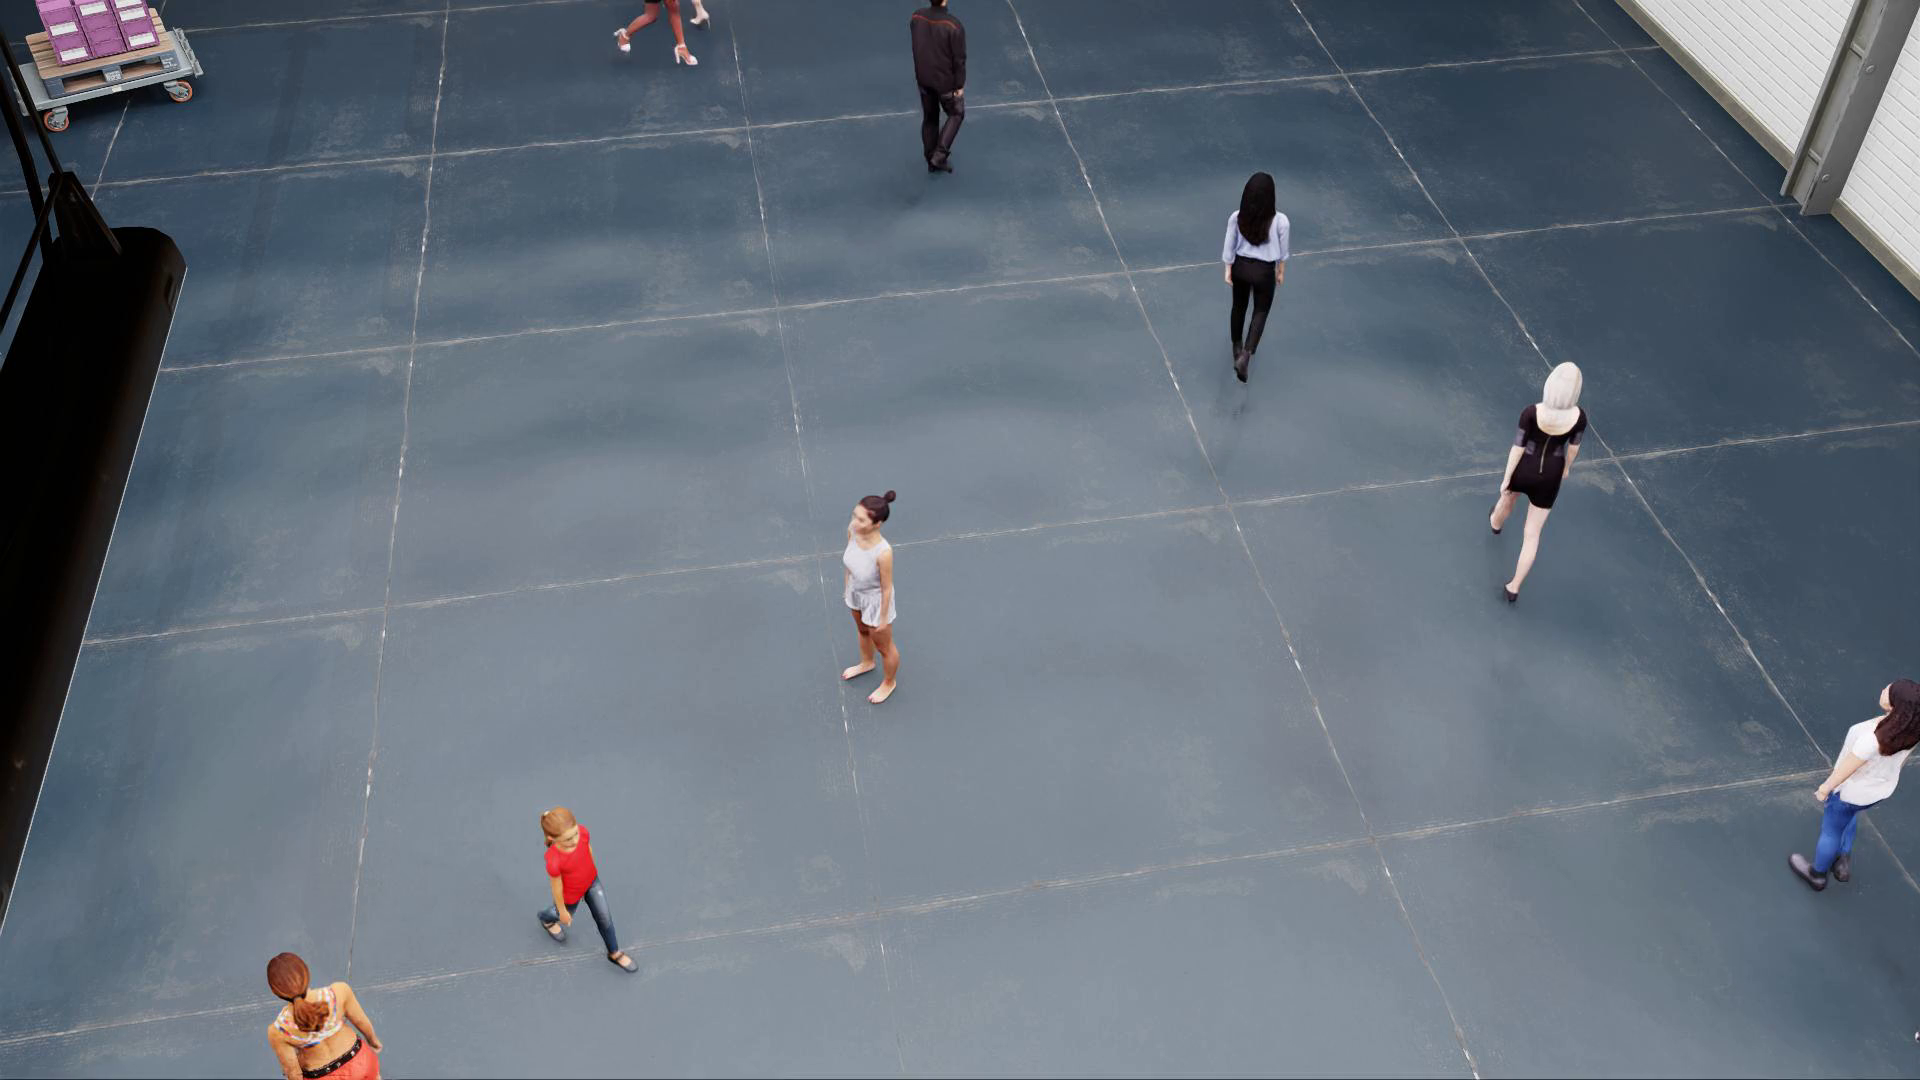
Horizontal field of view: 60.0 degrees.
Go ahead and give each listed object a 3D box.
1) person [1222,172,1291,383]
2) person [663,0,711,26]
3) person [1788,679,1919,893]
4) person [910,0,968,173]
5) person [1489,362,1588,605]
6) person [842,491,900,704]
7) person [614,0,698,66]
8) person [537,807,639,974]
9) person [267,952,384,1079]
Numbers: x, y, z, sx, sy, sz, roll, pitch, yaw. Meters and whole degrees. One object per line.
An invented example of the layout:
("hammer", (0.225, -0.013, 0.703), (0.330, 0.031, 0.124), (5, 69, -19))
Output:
("person", (2.213, -1.958, 12.618), (0.898, 1.727, 1.052), (11, 45, 12))
("person", (-2.848, -6.061, 16.914), (1.177, 1.743, 1.122), (26, 49, 25))
("person", (4.985, 1.430, 9.103), (0.671, 1.671, 0.661), (-14, 45, -15))
("person", (-0.242, -4.057, 14.749), (0.883, 1.828, 0.929), (20, 47, 20))
("person", (3.762, -0.327, 10.863), (0.872, 1.787, 1.201), (7, 44, 7))
("person", (-0.547, 0.343, 10.295), (0.727, 1.600, 0.646), (-29, 51, -27))
("person", (-3.057, -5.460, 16.268), (0.903, 1.763, 1.069), (9, 44, 9))
("person", (-2.125, 1.834, 8.954), (0.904, 1.292, 0.856), (26, 49, 25))
("person", (-2.898, 2.549, 7.854), (0.877, 1.773, 1.060), (-31, 51, -28))
